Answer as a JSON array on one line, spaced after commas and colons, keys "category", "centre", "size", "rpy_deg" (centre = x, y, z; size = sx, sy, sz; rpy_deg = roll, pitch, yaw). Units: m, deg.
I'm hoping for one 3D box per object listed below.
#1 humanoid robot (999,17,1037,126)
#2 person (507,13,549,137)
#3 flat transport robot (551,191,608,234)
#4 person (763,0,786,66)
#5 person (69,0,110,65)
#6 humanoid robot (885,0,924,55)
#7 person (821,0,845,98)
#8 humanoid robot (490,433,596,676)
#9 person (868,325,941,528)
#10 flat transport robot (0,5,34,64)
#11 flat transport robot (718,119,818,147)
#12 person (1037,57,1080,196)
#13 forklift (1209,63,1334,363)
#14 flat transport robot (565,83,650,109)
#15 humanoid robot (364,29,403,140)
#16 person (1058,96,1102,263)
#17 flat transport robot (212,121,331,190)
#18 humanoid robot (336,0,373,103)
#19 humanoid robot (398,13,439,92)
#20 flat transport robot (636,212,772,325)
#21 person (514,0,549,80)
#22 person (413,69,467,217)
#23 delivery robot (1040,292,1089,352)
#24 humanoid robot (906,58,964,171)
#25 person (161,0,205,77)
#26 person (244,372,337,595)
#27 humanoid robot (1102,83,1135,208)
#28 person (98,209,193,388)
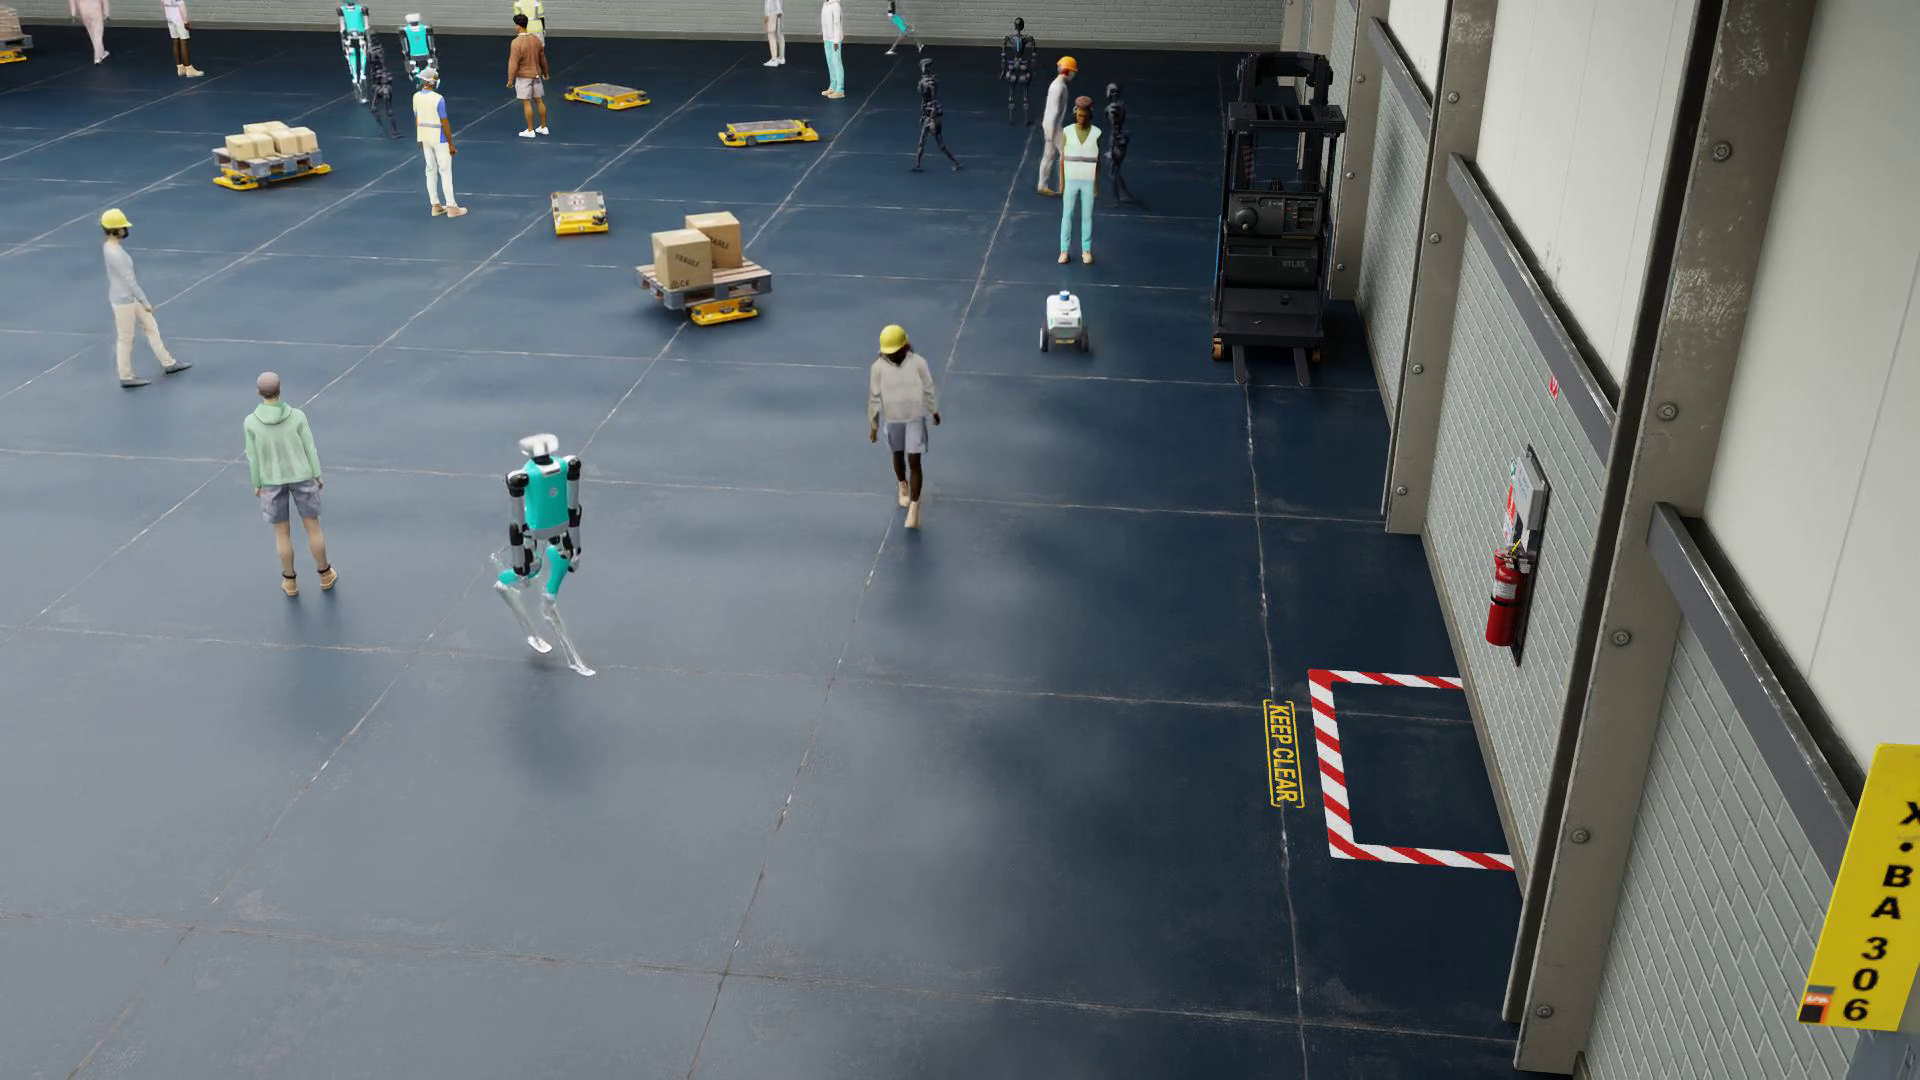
[{"category": "humanoid robot", "centre": [0.921, -7.433, 26.390], "size": [0.599, 1.657, 0.315], "rpy_deg": [3, 27, 6]}, {"category": "person", "centre": [-6.653, -7.186, 25.721], "size": [0.398, 1.848, 0.777], "rpy_deg": [18, 32, 31]}, {"category": "flat transport robot", "centre": [-4.969, -4.282, 21.686], "size": [0.659, 0.231, 1.431], "rpy_deg": [-6, 27, -13]}, {"category": "person", "centre": [-3.441, -9.758, 30.828], "size": [0.389, 1.876, 0.509], "rpy_deg": [15, 30, 27]}, {"category": "person", "centre": [-16.245, -9.863, 31.089], "size": [0.659, 1.838, 1.007], "rpy_deg": [-3, 27, -7]}, {"category": "humanoid robot", "centre": [-1.071, -10.135, 31.771], "size": [0.933, 1.796, 0.560], "rpy_deg": [-1, 27, -1]}, {"category": "person", "centre": [-2.176, -8.506, 28.300], "size": [0.363, 1.909, 0.480], "rpy_deg": [-17, 31, -30]}, {"category": "humanoid robot", "centre": [-2.903, 0.075, 11.372], "size": [0.843, 1.800, 0.552], "rpy_deg": [24, 35, 39]}, {"category": "person", "centre": [-0.450, -0.959, 13.457], "size": [0.569, 1.690, 0.871], "rpy_deg": [1, 27, 3]}, {"category": "flat transport robot", "centre": [-18.391, -9.204, 31.512], "size": [1.431, 0.231, 0.659], "rpy_deg": [18, 32, 32]}, {"category": "flat transport robot", "centre": [-2.967, -6.285, 25.686], "size": [1.431, 0.231, 0.659], "rpy_deg": [-8, 28, -16]}, {"category": "person", "centre": [1.391, -5.573, 22.499], "size": [0.738, 1.853, 0.605], "rpy_deg": [1, 27, 1]}, {"category": "forklift", "centre": [3.241, -3.477, 17.183], "size": [1.129, 2.768, 1.873], "rpy_deg": [3, 27, 6]}, {"category": "flat transport robot", "centre": [-5.969, -7.503, 28.117], "size": [1.431, 0.231, 0.659], "rpy_deg": [21, 33, 35]}, {"category": "humanoid robot", "centre": [-8.891, -6.970, 25.479], "size": [0.491, 1.653, 0.611], "rpy_deg": [-19, 32, -33]}, {"category": "person", "centre": [1.428, -4.285, 19.787], "size": [0.483, 1.980, 0.405], "rpy_deg": [0, 27, 1]}, {"category": "flat transport robot", "centre": [-9.755, -5.227, 23.573], "size": [0.659, 0.231, 1.431], "rpy_deg": [21, 33, 35]}, {"category": "humanoid robot", "centre": [-10.107, -8.095, 27.762], "size": [0.539, 1.871, 0.738], "rpy_deg": [1, 27, 2]}, {"category": "humanoid robot", "centre": [-8.632, -7.568, 26.647], "size": [0.552, 1.788, 0.979], "rpy_deg": [-9, 28, -16]}, {"category": "flat transport robot", "centre": [-2.861, -2.719, 18.567], "size": [0.659, 0.231, 1.431], "rpy_deg": [-15, 30, -27]}, {"category": "person", "centre": [-7.636, -9.066, 29.640], "size": [0.530, 1.697, 0.321], "rpy_deg": [-4, 27, -9]}, {"category": "person", "centre": [-6.815, -5.142, 21.596], "size": [0.533, 1.893, 0.407], "rpy_deg": [12, 29, 22]}, {"category": "delivery robot", "centre": [1.089, -2.289, 17.391], "size": [0.499, 0.596, 0.775], "rpy_deg": [0, 27, 1]}, {"category": "humanoid robot", "centre": [-0.361, -6.041, 23.713], "size": [0.825, 1.641, 0.593], "rpy_deg": [-9, 28, -17]}, {"category": "person", "centre": [-14.050, -9.383, 29.893], "size": [0.607, 2.044, 0.392], "rpy_deg": [19, 32, 33]}, {"category": "person", "centre": [-4.975, -0.409, 12.310], "size": [0.485, 1.741, 0.332], "rpy_deg": [-10, 28, -20]}, {"category": "humanoid robot", "centre": [2.098, -5.212, 21.992], "size": [0.405, 1.643, 0.593], "rpy_deg": [5, 27, 10]}, {"category": "person", "centre": [-7.983, -2.355, 16.194], "size": [0.752, 1.746, 0.529], "rpy_deg": [-12, 29, -22]}]
